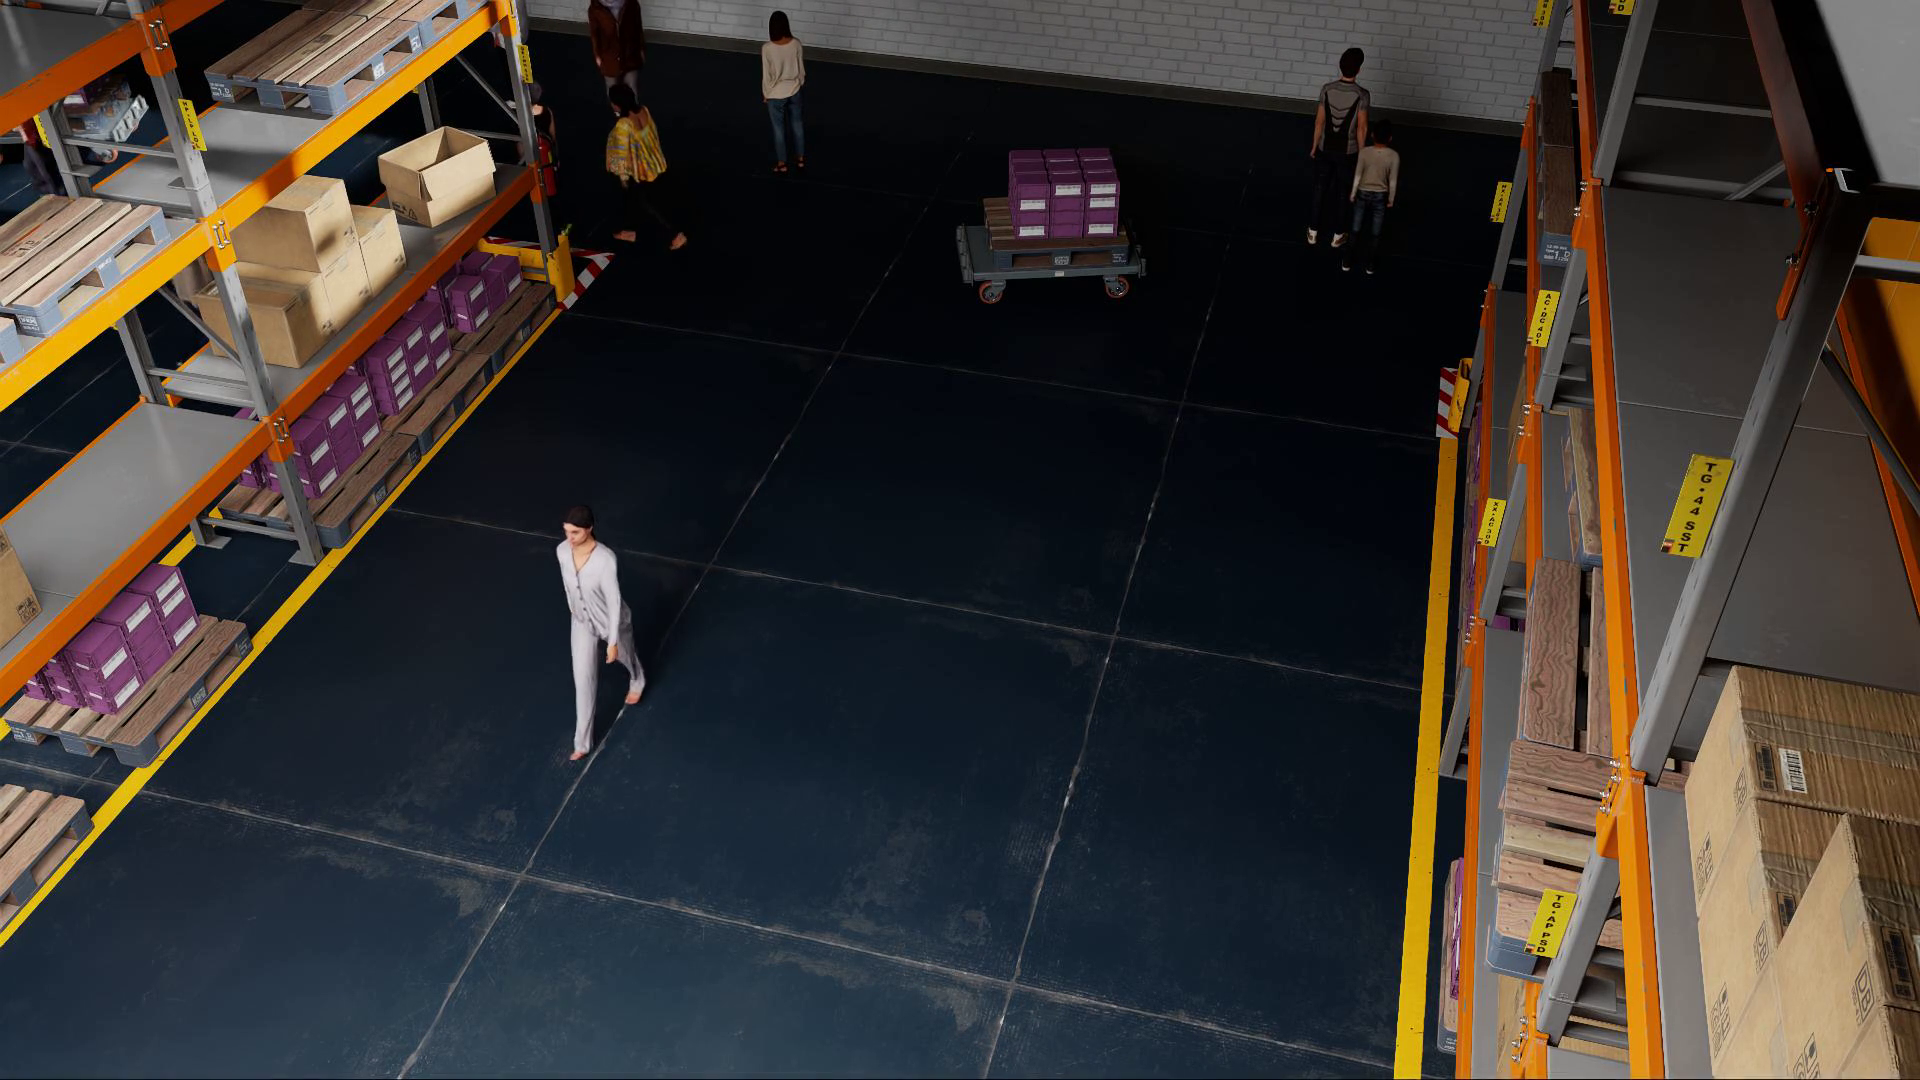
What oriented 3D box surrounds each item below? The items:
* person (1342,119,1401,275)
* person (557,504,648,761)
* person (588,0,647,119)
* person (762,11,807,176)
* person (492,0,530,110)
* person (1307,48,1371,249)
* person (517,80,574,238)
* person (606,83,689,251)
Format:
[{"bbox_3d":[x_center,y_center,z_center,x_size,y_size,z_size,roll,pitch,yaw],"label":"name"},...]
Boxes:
[{"bbox_3d":[3.734,-3.110,15.096,0.541,1.462,0.479,10,40,12],"label":"person"},{"bbox_3d":[-2.196,0.467,10.408,0.581,1.723,1.107,9,40,12],"label":"person"},{"bbox_3d":[-3.538,-5.010,17.200,1.065,1.806,1.229,-11,40,-13],"label":"person"},{"bbox_3d":[-1.751,-4.465,16.616,0.693,1.682,0.739,-17,42,-20],"label":"person"},{"bbox_3d":[-4.865,-5.495,17.902,0.771,1.688,0.629,19,42,22],"label":"person"},{"bbox_3d":[3.499,-3.628,15.399,0.684,1.893,0.578,15,41,18],"label":"person"},{"bbox_3d":[-3.910,-3.536,15.575,0.891,1.530,0.988,29,47,31],"label":"person"},{"bbox_3d":[-2.901,-3.387,15.319,0.765,1.617,0.954,8,39,10],"label":"person"}]
